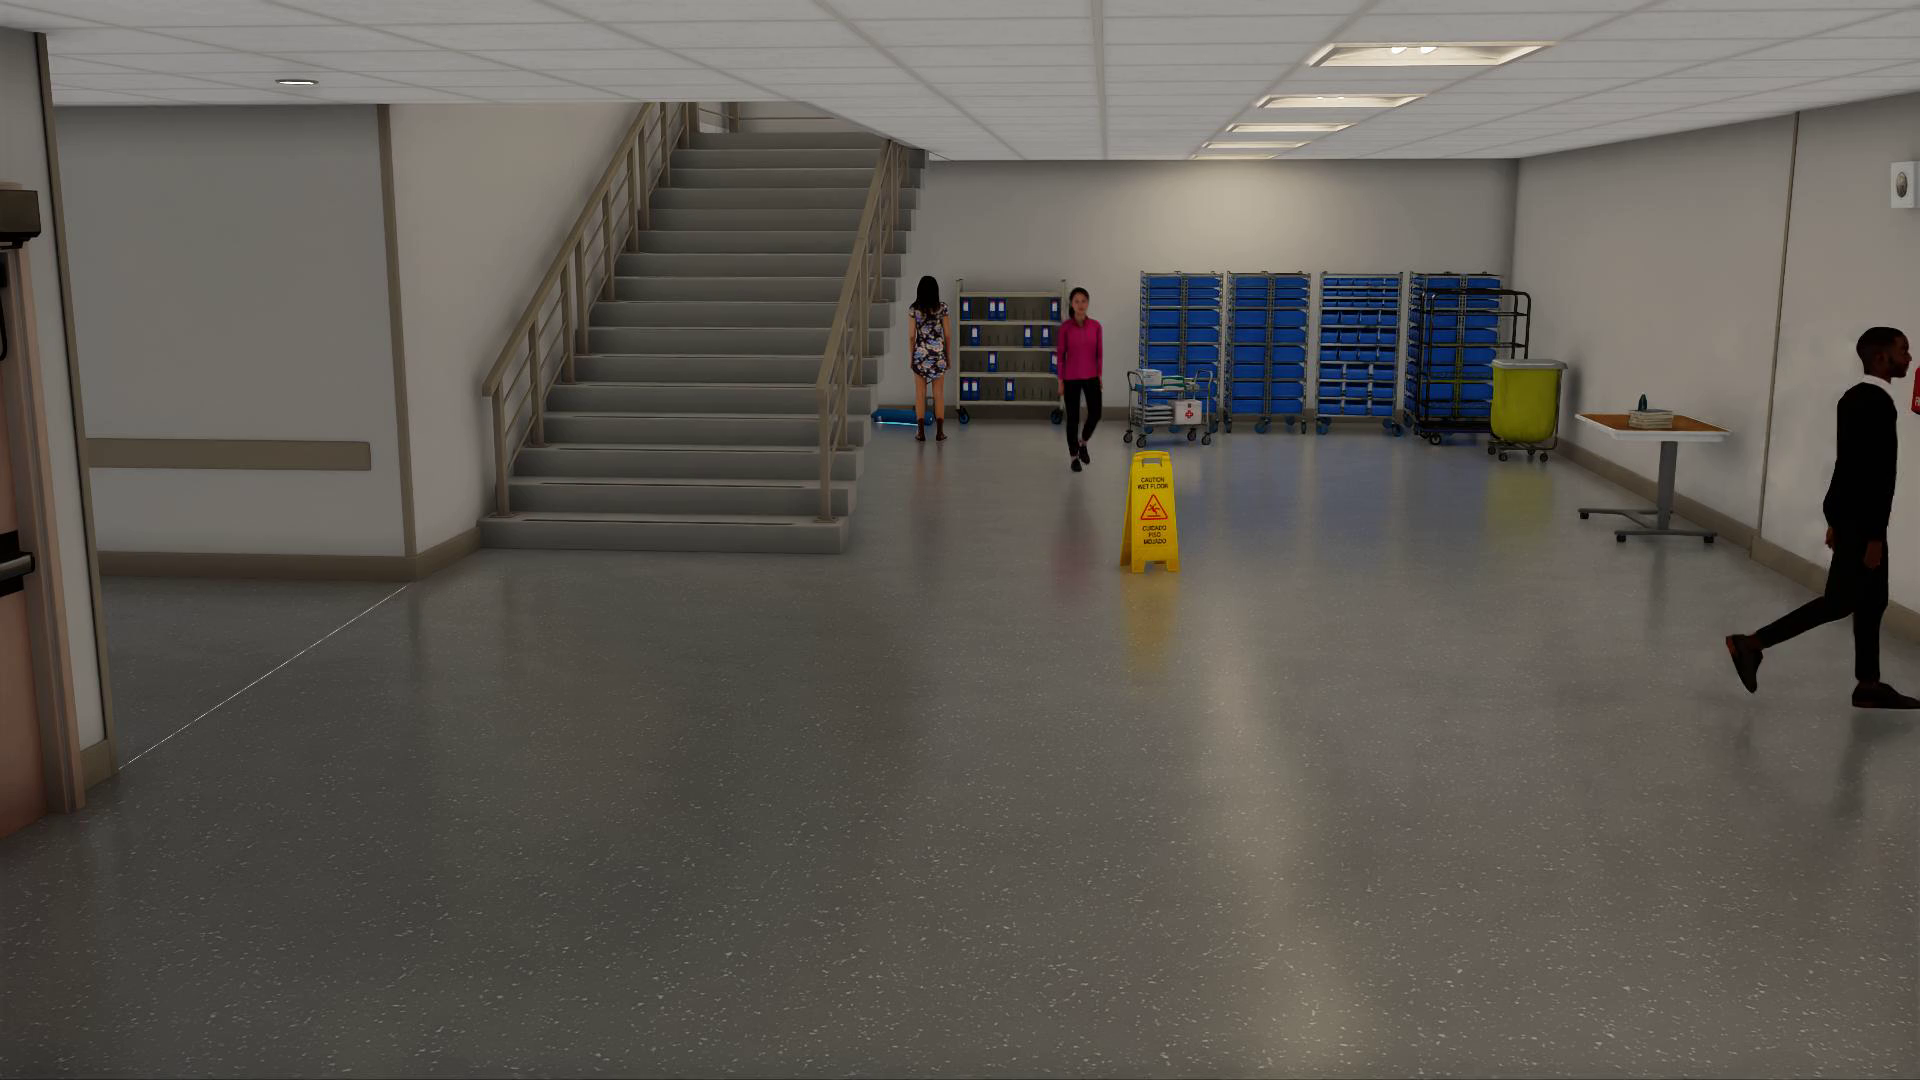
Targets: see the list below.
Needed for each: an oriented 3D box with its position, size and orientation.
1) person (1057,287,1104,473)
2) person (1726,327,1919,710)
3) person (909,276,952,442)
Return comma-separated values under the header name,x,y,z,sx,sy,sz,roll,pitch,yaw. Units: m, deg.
name,x,y,z,sx,sy,sz,roll,pitch,yaw
person,1.092,-1.471,15.335,0.666,1.688,0.731,-2,11,-9
person,4.065,-0.076,7.737,0.813,1.779,1.082,3,11,14
person,-0.326,-1.920,17.578,0.612,1.733,0.557,0,11,-2
